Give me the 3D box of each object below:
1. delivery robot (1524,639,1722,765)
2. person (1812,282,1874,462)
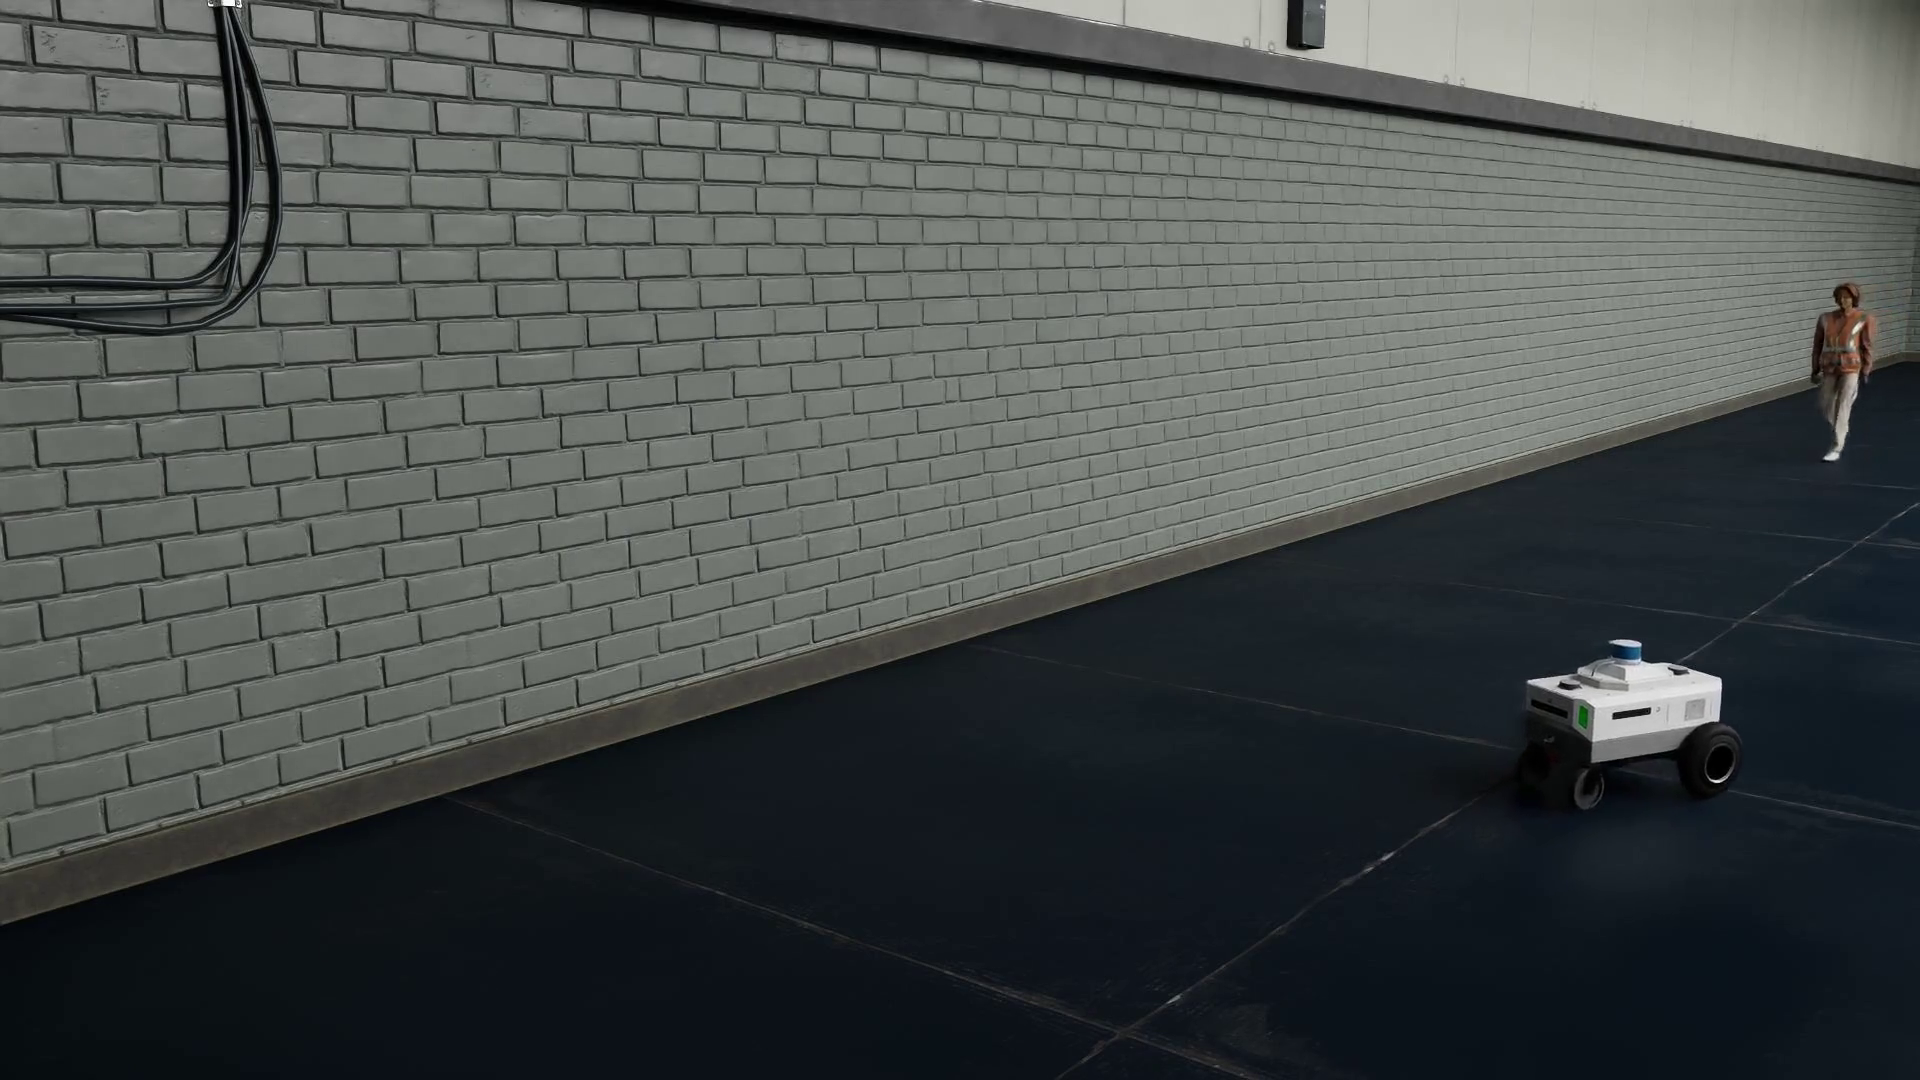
[{"bbox_3d":[2.432,0.610,6.109,0.707,0.478,0.477,-4,11,-23],"label":"delivery robot"},{"bbox_3d":[8.104,-1.546,15.243,0.617,1.624,0.524,-8,13,-37],"label":"person"}]
